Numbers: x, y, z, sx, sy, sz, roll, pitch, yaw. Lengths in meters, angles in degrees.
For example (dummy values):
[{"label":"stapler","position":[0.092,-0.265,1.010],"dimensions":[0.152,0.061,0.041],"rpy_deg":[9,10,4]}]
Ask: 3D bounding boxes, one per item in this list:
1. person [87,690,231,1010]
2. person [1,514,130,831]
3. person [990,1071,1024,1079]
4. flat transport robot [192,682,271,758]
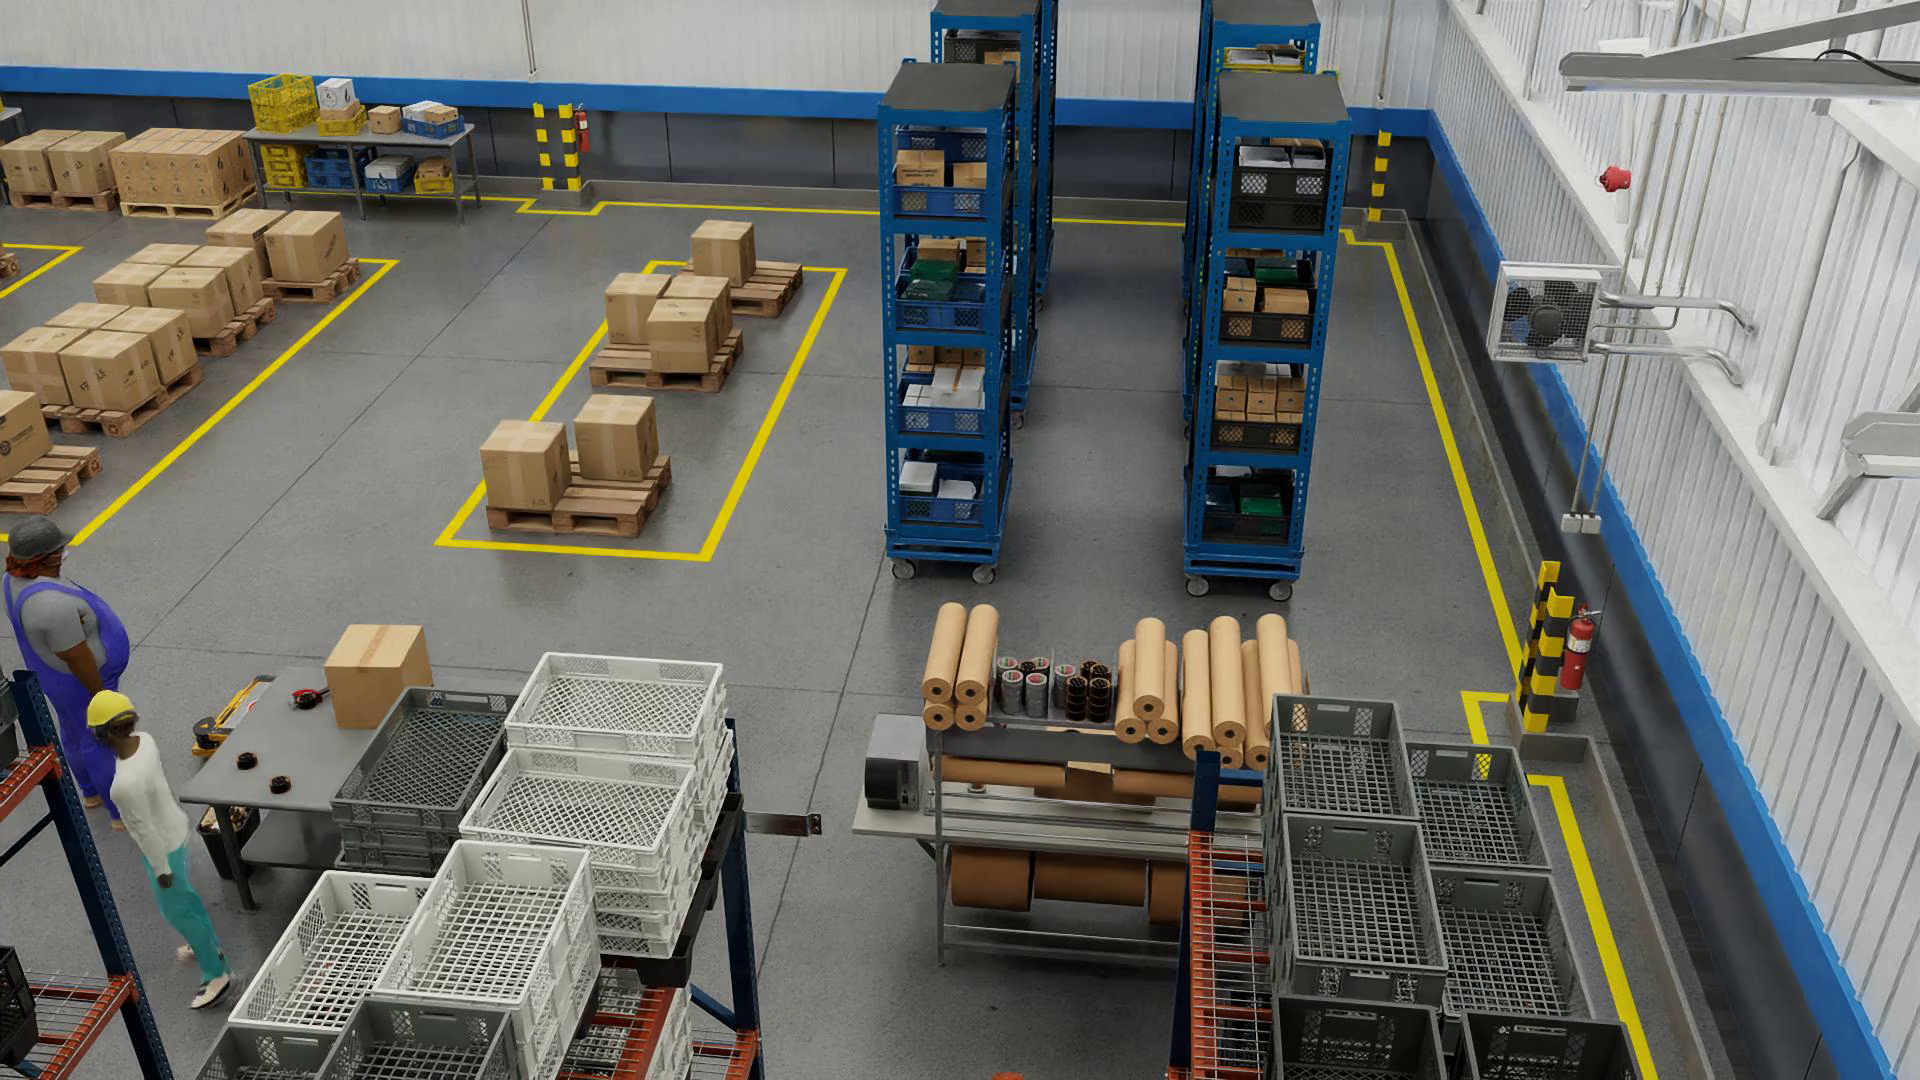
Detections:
[{"label":"person","position":[-4.104,1.584,8.506],"dimensions":[0.371,1.716,0.720],"rpy_deg":[-10,32,-17]},{"label":"person","position":[-5.080,0.744,9.637],"dimensions":[0.674,2.000,0.536],"rpy_deg":[24,38,34]},{"label":"person","position":[0.171,2.743,6.358],"dimensions":[0.573,1.883,0.354],"rpy_deg":[-19,35,-30]},{"label":"flat transport robot","position":[-4.089,1.163,10.648],"dimensions":[1.431,0.197,0.652],"rpy_deg":[3,30,6]}]
